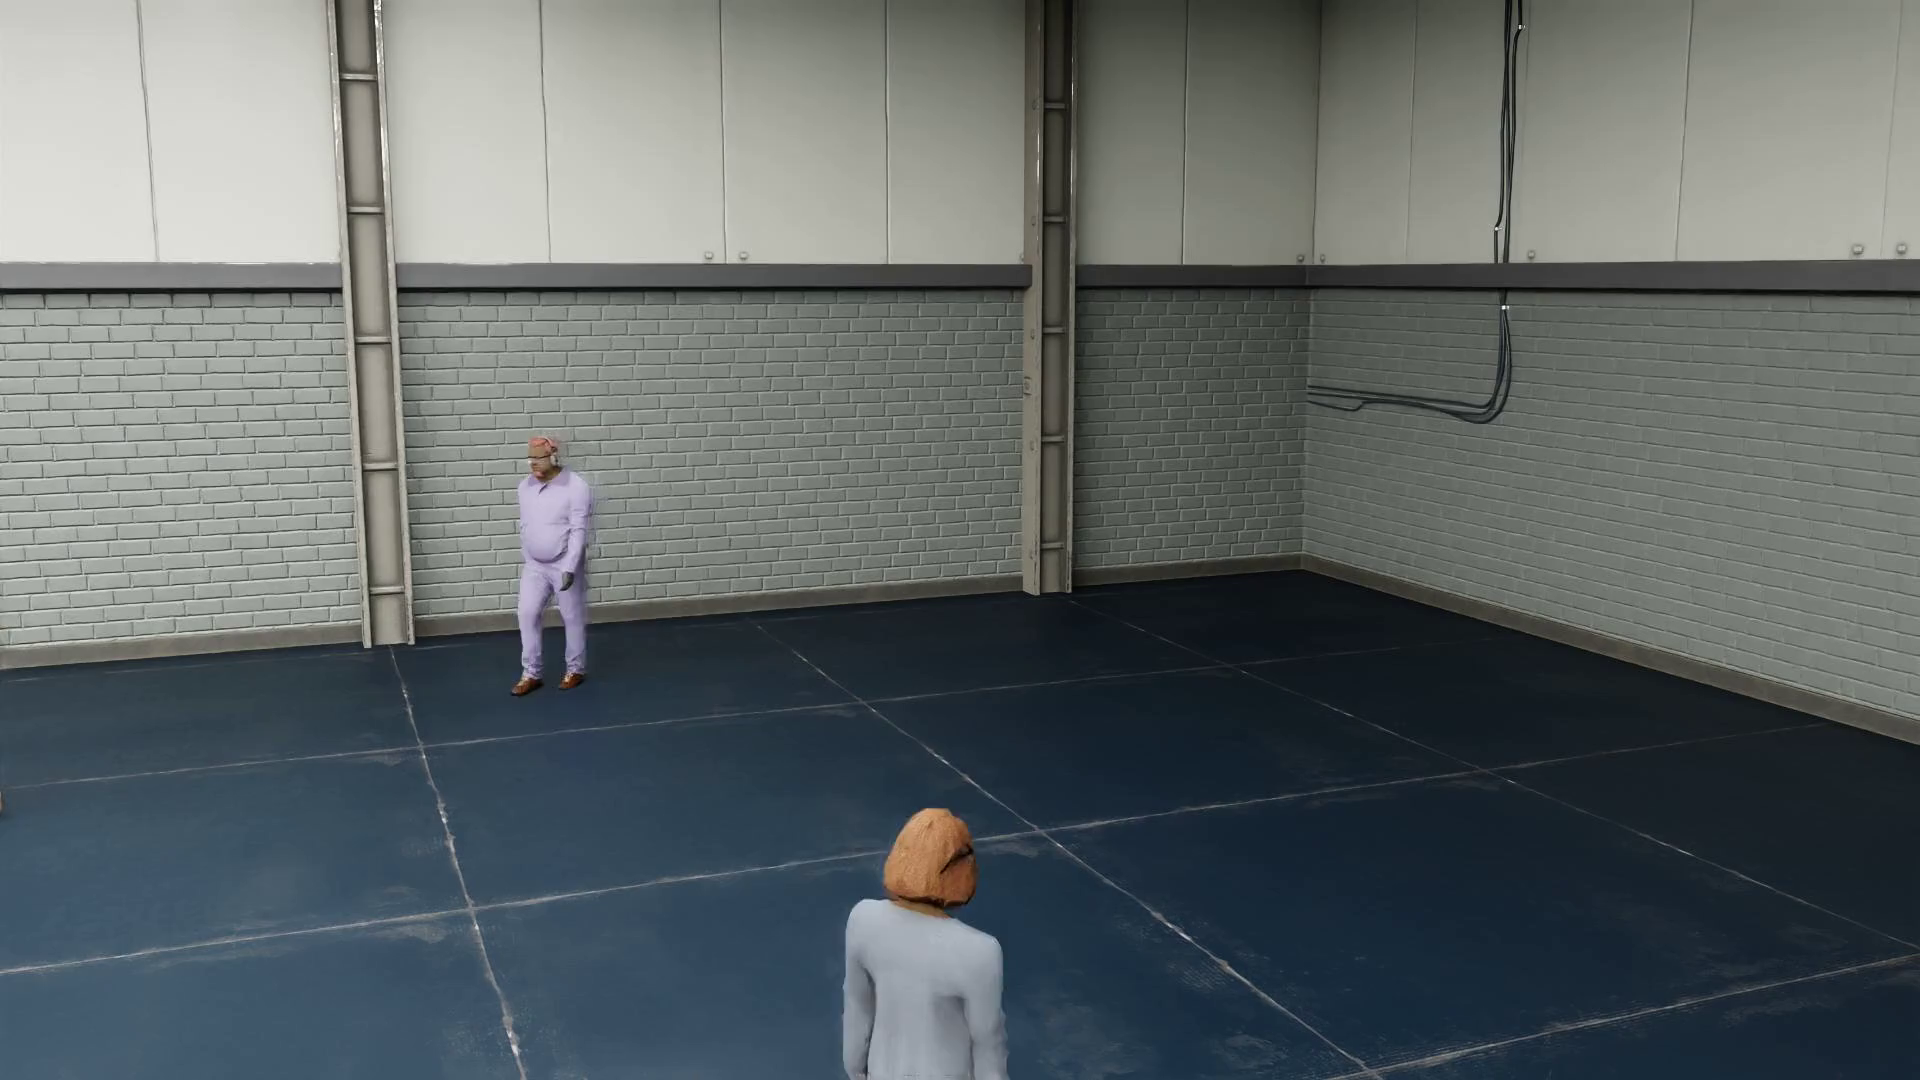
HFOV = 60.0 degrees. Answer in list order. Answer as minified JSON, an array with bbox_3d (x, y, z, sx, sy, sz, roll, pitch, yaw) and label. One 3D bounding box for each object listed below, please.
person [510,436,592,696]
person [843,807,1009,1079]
[{"bbox_3d":[-2.981,0.196,12.013,0.641,1.877,0.744,3,10,19],"label":"person"},{"bbox_3d":[-0.090,1.518,4.497,0.514,1.625,0.374,6,11,35],"label":"person"}]
